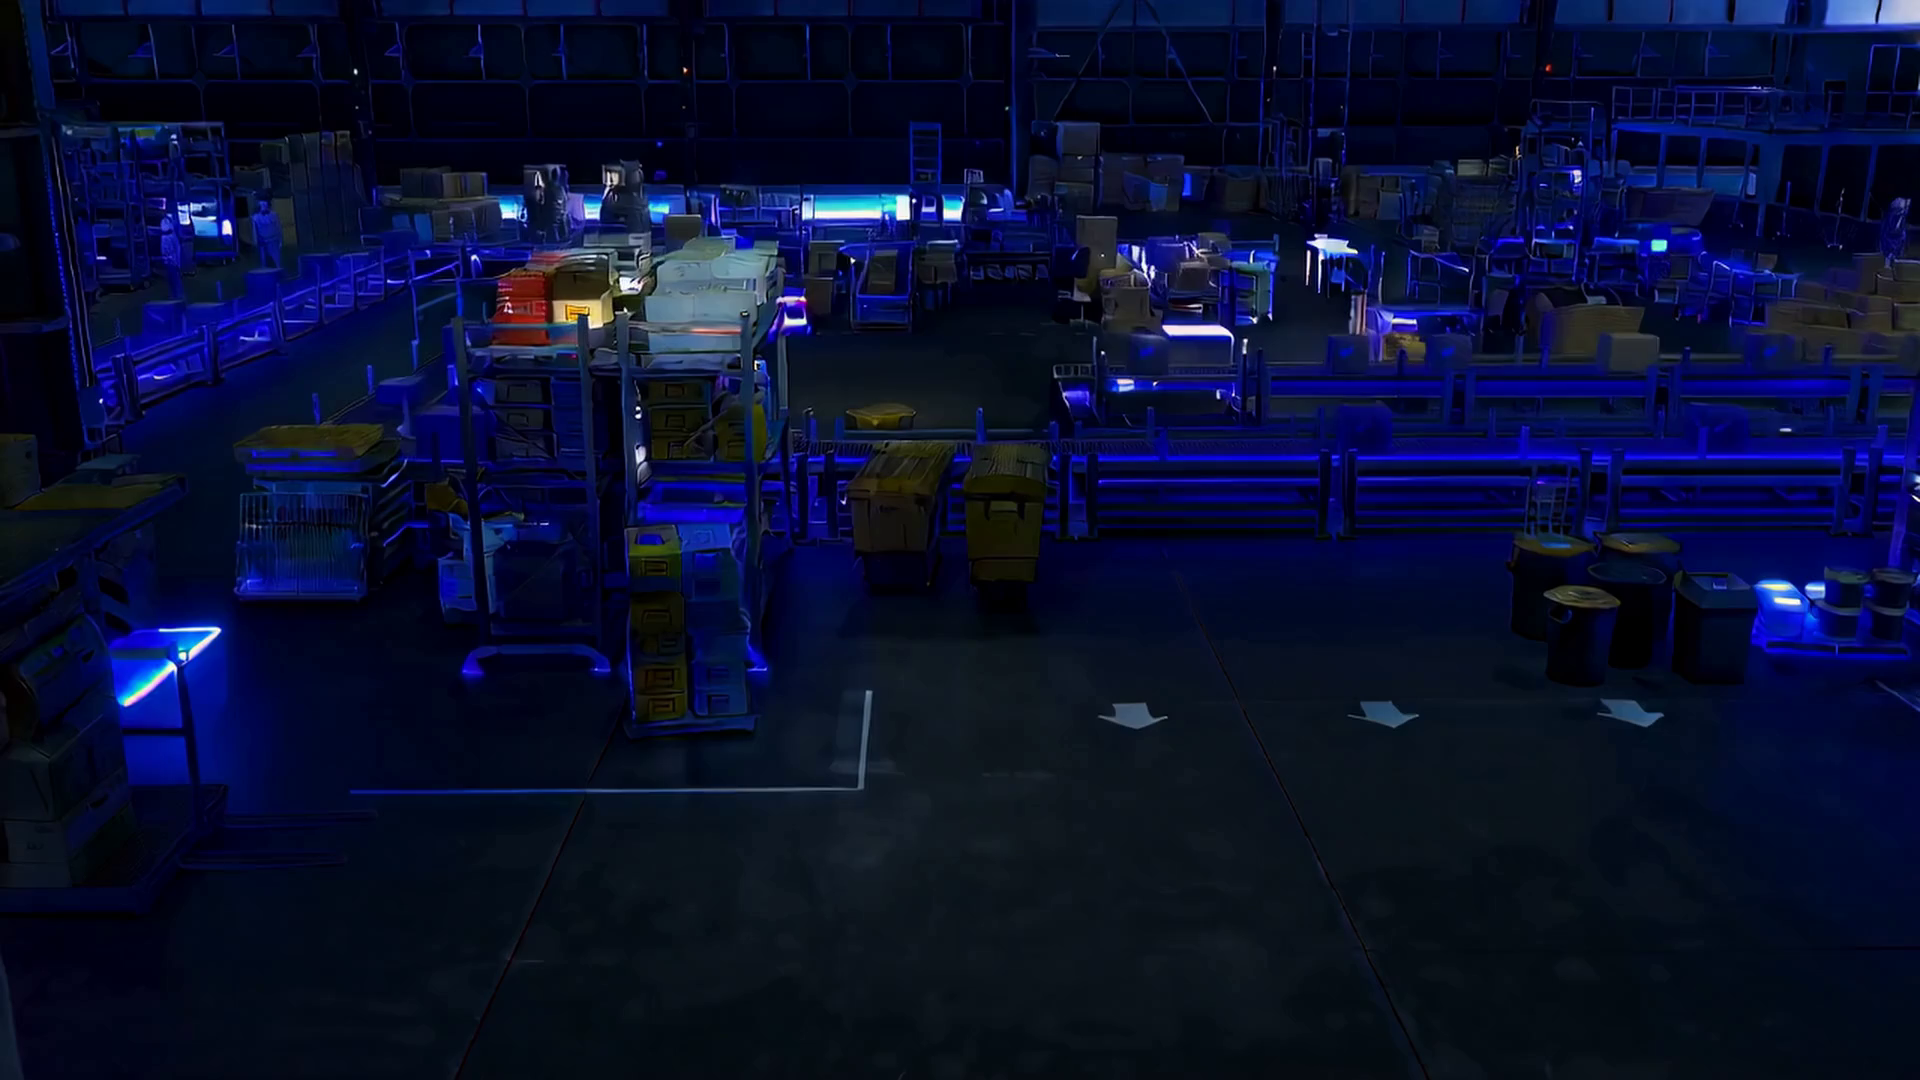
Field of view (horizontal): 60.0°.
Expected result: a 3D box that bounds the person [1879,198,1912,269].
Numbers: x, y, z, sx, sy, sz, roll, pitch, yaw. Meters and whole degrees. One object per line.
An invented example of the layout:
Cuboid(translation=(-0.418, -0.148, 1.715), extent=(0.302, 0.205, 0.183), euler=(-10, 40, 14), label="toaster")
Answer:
Cuboid(translation=(21.943, -7.017, 39.032), extent=(0.614, 2.017, 0.921), euler=(13, 21, 39), label="person")

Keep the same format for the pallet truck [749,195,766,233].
Cuboid(translation=(-6.051, -9.967, 50.660), extent=(0.680, 1.201, 1.601), euler=(0, 16, -1), label="pallet truck")

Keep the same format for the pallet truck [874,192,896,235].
Cuboid(translation=(-2.277, -9.986, 50.594), extent=(0.653, 1.274, 1.630), euler=(0, 16, -1), label="pallet truck")

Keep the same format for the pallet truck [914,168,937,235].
Cuboid(translation=(-0.989, -10.316, 50.507), extent=(0.823, 1.965, 1.885), euler=(1, 16, 3), label="pallet truck")

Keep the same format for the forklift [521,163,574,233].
Cuboid(translation=(-12.233, -10.122, 49.298), extent=(1.157, 1.987, 2.680), euler=(0, 16, -1), label="forklift")

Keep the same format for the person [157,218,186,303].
Cuboid(translation=(-16.980, -5.997, 35.794), extent=(0.592, 1.828, 0.404), euler=(13, 21, 39), label="person")

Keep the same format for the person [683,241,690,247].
Cuboid(translation=(-5.256, -4.949, 32.312), extent=(0.530, 1.736, 0.801), euler=(-9, 19, -30), label="person")

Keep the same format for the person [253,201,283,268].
Cuboid(translation=(-16.376, -7.067, 39.388), extent=(0.642, 1.902, 0.399), euler=(-3, 16, -9), label="person")

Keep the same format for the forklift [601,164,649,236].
Cuboid(translation=(-9.948, -10.127, 49.296), extent=(1.157, 1.987, 2.680), euler=(-1, 16, -3), label="forklift")

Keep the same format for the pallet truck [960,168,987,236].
Cuboid(translation=(0.383, -10.230, 50.206), extent=(0.823, 1.965, 1.885), euler=(-1, 16, -3), label="pallet truck")

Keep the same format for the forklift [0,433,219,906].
Cuboid(translation=(-5.952, 0.780, 10.366), extent=(1.873, 2.768, 1.129), euler=(0, 16, -1), label="forklift")

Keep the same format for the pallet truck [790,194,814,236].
Cuboid(translation=(-4.814, -9.883, 50.259), extent=(0.704, 1.261, 1.522), euler=(-1, 16, -3), label="pallet truck")
